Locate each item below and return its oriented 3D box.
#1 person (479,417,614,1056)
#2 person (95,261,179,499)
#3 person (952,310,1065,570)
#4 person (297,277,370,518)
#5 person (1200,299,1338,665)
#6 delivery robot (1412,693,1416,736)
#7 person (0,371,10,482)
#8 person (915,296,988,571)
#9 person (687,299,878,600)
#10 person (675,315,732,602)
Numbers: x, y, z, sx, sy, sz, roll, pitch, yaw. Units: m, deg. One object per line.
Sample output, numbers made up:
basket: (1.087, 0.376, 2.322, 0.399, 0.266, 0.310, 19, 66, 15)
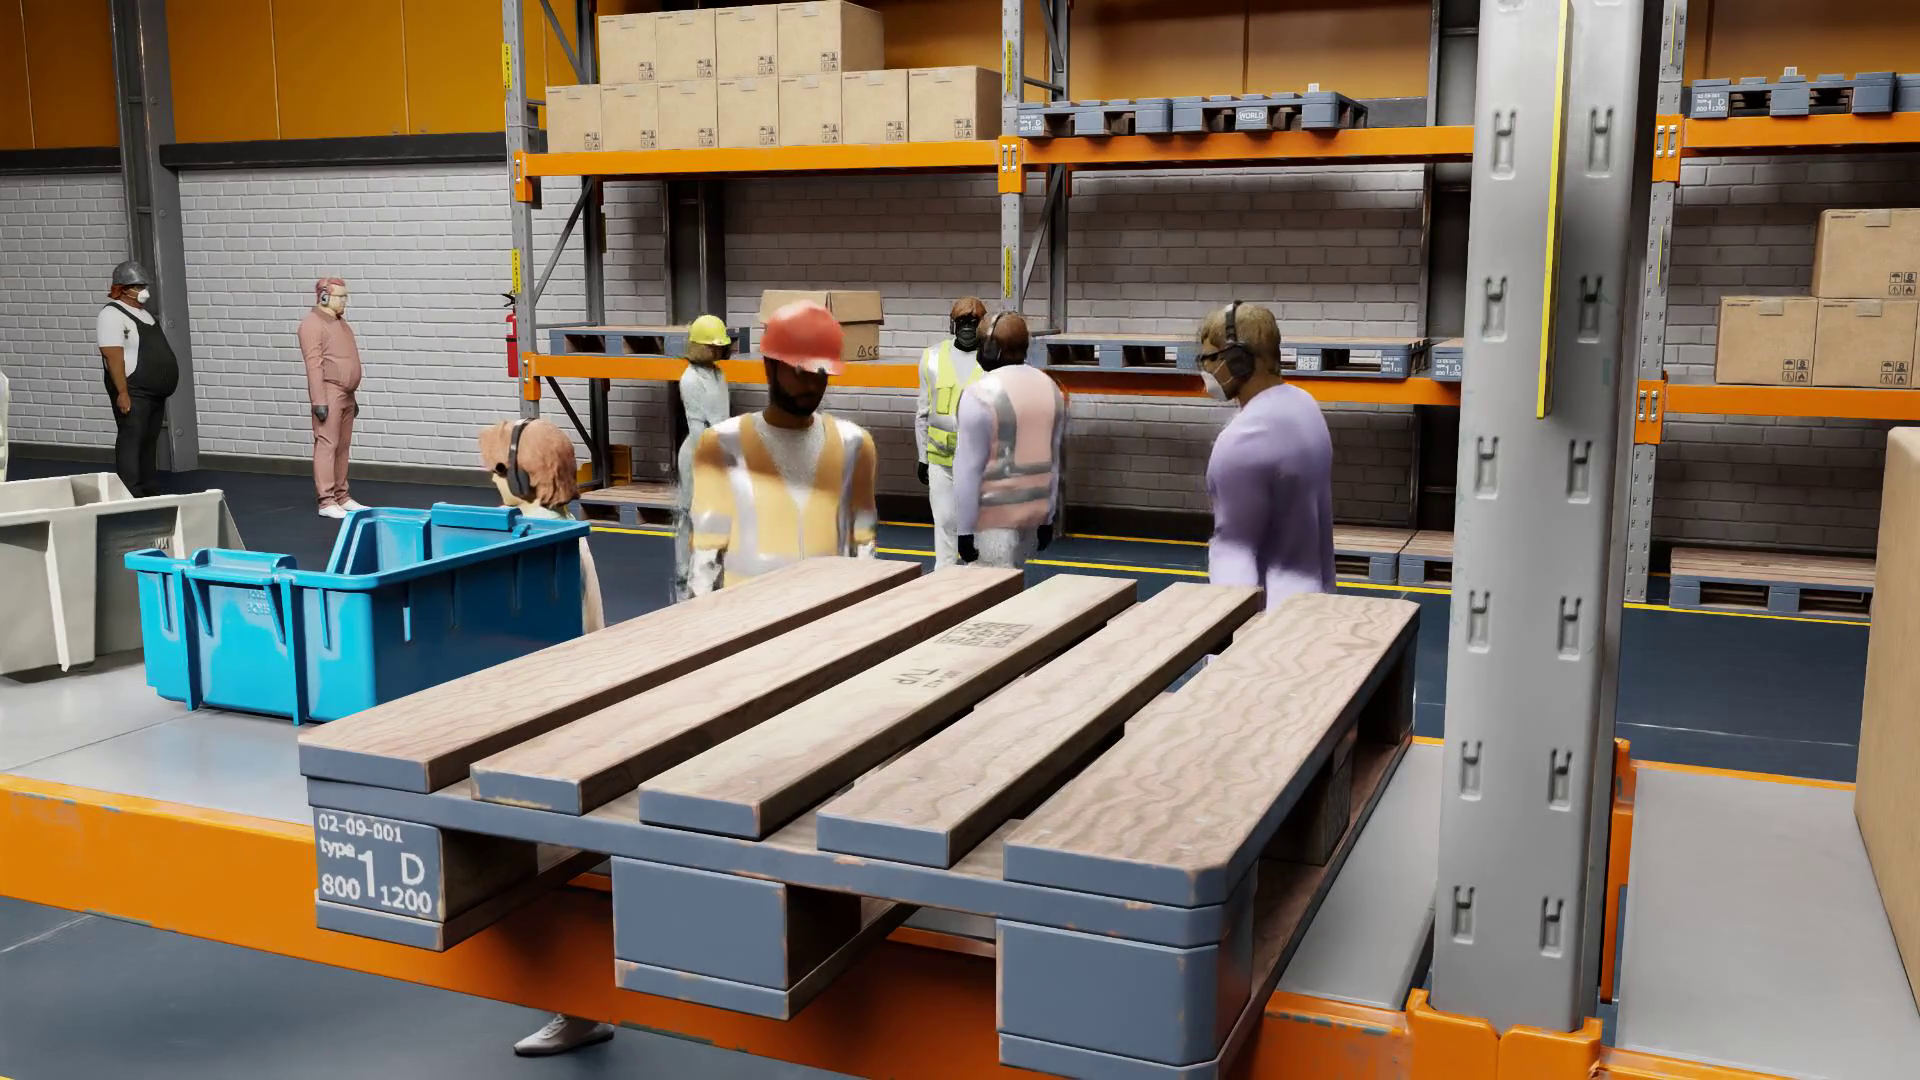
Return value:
person: (-1.048, 0.500, 4.289, 0.315, 1.636, 0.514, -2, 10, -12)
person: (-6.600, -1.231, 13.447, 0.538, 2.000, 0.681, -1, 9, -3)
person: (0.245, -0.097, 7.319, 0.784, 1.823, 0.624, 8, 12, 40)
person: (-4.976, -1.133, 13.268, 0.409, 1.908, 0.638, 0, 9, 2)
person: (0.977, 0.260, 4.905, 0.548, 1.915, 0.809, 6, 11, 32)
delivery robot: (1.469, 0.692, 6.089, 0.477, 0.478, 0.707, 3, 10, 19)
person: (-5.015, -0.269, 8.334, 0.403, 1.823, 0.588, 1, 10, 7)
person: (0.046, -0.462, 9.480, 0.624, 1.837, 0.428, 2, 10, 13)
person: (-0.512, 0.267, 4.842, 0.569, 1.937, 0.453, -4, 10, -22)
person: (-1.383, -0.446, 9.723, 0.765, 1.712, 0.499, 3, 10, 19)
